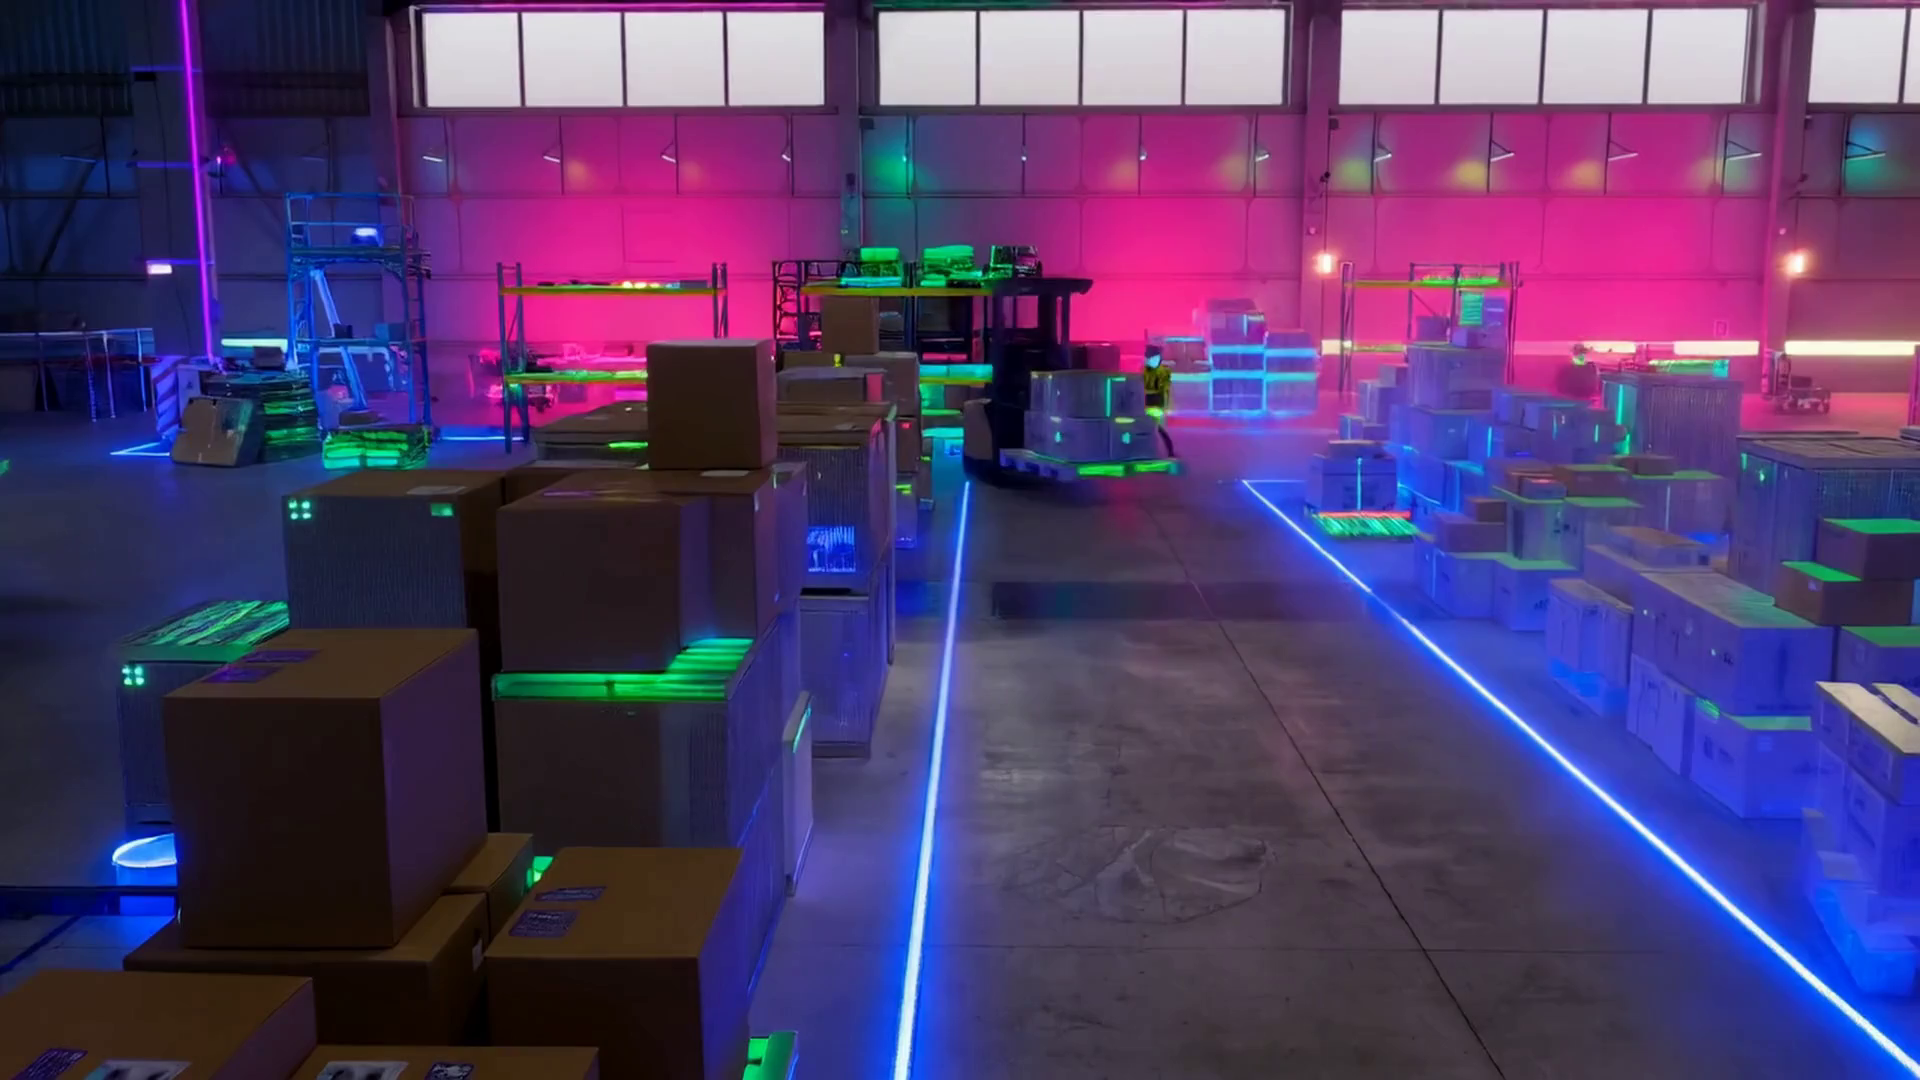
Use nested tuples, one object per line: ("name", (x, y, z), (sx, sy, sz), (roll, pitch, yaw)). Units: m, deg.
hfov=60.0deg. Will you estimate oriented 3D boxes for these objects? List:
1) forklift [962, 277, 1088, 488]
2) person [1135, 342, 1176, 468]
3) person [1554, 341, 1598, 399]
("forklift", (0.851, -2.225, 22.962), (1.129, 2.768, 1.873), (-4, 10, -23))
("person", (2.872, -1.958, 24.360), (0.532, 1.888, 0.890), (8, 13, 41))
("person", (8.743, -1.847, 23.577), (0.628, 1.926, 0.425), (-3, 10, -19))
